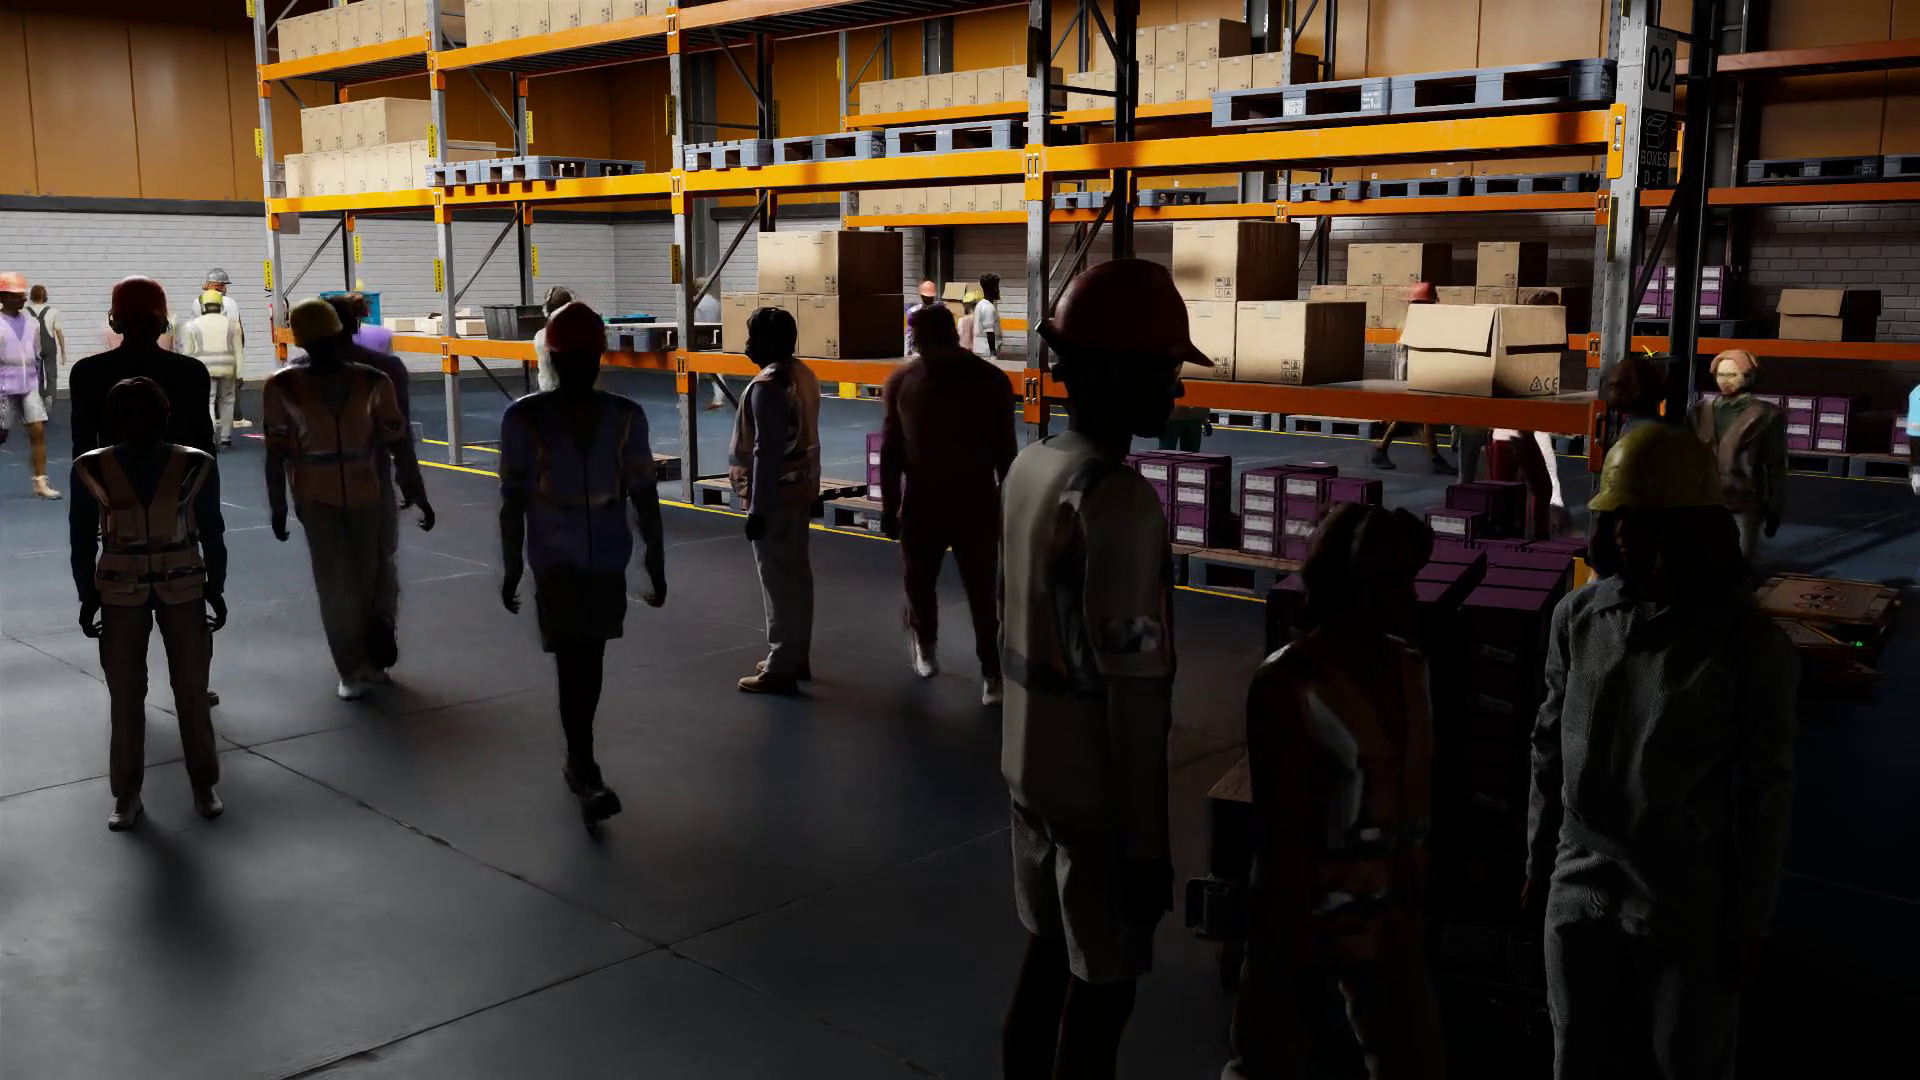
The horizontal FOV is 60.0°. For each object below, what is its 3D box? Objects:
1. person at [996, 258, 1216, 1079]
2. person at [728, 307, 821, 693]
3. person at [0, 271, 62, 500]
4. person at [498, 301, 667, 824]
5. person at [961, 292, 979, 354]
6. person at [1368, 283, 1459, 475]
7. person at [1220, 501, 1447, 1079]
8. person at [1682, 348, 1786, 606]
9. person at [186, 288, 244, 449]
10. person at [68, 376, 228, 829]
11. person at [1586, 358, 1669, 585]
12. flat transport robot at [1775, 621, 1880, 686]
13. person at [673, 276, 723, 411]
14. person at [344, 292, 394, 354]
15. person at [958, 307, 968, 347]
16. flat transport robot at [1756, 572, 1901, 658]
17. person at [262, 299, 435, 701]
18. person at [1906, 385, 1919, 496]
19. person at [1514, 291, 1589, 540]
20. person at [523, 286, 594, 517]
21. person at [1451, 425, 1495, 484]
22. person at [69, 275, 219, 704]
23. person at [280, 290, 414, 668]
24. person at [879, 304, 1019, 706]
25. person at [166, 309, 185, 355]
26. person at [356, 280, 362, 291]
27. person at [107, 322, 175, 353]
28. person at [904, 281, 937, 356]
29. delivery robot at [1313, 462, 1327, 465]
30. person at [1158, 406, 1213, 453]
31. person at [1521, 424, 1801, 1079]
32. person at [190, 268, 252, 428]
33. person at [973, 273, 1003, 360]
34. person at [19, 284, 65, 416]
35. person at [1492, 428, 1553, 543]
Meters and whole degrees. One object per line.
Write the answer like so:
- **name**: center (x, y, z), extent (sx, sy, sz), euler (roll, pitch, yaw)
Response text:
- **person**: center (0.282, 0.476, 3.291), extent (0.385, 2.039, 0.614), euler (-3, 10, -18)
- **person**: center (-0.891, -0.188, 7.976), extent (0.429, 1.845, 0.621), euler (2, 9, 12)
- **person**: center (-8.360, -1.353, 14.625), extent (0.945, 2.019, 0.607), euler (5, 10, 27)
- **person**: center (-1.359, 0.085, 6.133), extent (0.574, 1.891, 0.949), euler (-5, 10, -28)
- **person**: center (0.182, -2.464, 22.343), extent (0.926, 1.716, 0.541), euler (7, 11, 36)
- **person**: center (4.521, -1.606, 16.525), extent (0.972, 1.895, 0.556), euler (6, 11, 33)
- **person**: center (0.716, 0.727, 3.096), extent (0.525, 1.604, 0.758), euler (-7, 12, -38)
- **person**: center (3.868, -0.153, 8.410), extent (0.363, 1.625, 0.531), euler (-6, 11, -34)
- **person**: center (-8.255, -1.881, 18.452), extent (0.601, 1.802, 0.742), euler (-4, 10, -24)
- **person**: center (-2.949, 0.221, 6.082), extent (0.514, 1.641, 0.309), euler (-4, 10, -25)
- **person**: center (3.128, -0.034, 7.724), extent (0.372, 1.613, 0.506), euler (-1, 9, -4)
- **flat transport robot**: center (3.707, 0.542, 8.303), extent (1.431, 0.197, 0.652), euler (1, 9, 5)
- **person**: center (-3.749, -2.795, 23.753), extent (0.885, 1.902, 0.628), euler (5, 11, 30)
- **person**: center (-5.038, -1.153, 13.915), extent (0.596, 1.826, 0.642), euler (-7, 11, -35)
- **person**: center (0.192, -2.573, 23.268), extent (0.491, 1.626, 0.282), euler (-4, 10, -25)
- **flat transport robot**: center (4.758, 0.397, 9.190), extent (0.652, 0.197, 1.431), euler (6, 11, 34)
- **person**: center (-2.889, -0.194, 7.907), extent (0.722, 1.882, 0.684), euler (-6, 11, -33)
- **person**: center (5.932, -0.424, 9.962), extent (0.578, 1.661, 0.552), euler (1, 9, 7)
- **person**: center (4.261, -0.880, 12.175), extent (0.990, 1.855, 0.654), euler (7, 12, 36)
- **person**: center (-3.108, -1.071, 13.280), extent (1.011, 1.895, 0.639), euler (8, 12, 39)
- **person**: center (3.792, -0.741, 12.003), extent (0.499, 1.633, 0.279), euler (1, 9, 8)
- **person**: center (-3.704, -0.204, 7.603), extent (0.611, 1.995, 0.377), euler (-8, 12, -39)
- **person**: center (-3.048, -0.283, 8.320), extent (0.639, 1.924, 0.744), euler (-4, 10, -23)
- **person**: center (-0.036, -0.188, 7.933), extent (0.676, 1.868, 0.586), euler (2, 10, 13)
- **person**: center (-9.620, -2.111, 19.878), extent (0.667, 1.814, 0.728), euler (-4, 10, -24)
- **person**: center (-8.079, -2.557, 22.372), extent (0.618, 1.879, 0.506), euler (6, 11, 34)
- **person**: center (-7.497, -1.410, 15.415), extent (1.011, 1.853, 0.669), euler (6, 11, 33)
- **person**: center (-0.497, -2.584, 22.639), extent (0.603, 1.881, 0.791), euler (-3, 10, -19)
- **delivery robot**: center (2.712, -0.347, 12.584), extent (0.477, 0.478, 0.707), euler (-7, 11, -37)
- **person**: center (1.700, -0.919, 12.684), extent (0.524, 1.770, 0.315), euler (-5, 11, -28)
- **person**: center (1.271, 0.653, 3.119), extent (0.302, 1.743, 0.494), euler (-7, 12, -37)
- **person**: center (-9.415, -2.456, 21.268), extent (0.689, 2.000, 0.538), euler (3, 10, 20)
- **person**: center (0.357, -2.346, 20.824), extent (0.367, 1.966, 0.607), euler (-2, 9, -13)
- **person**: center (-12.422, -2.540, 22.509), extent (0.524, 1.824, 0.765), euler (-4, 10, -23)
- **person**: center (3.827, -0.647, 11.085), extent (0.729, 1.740, 0.540), euler (7, 11, 36)
